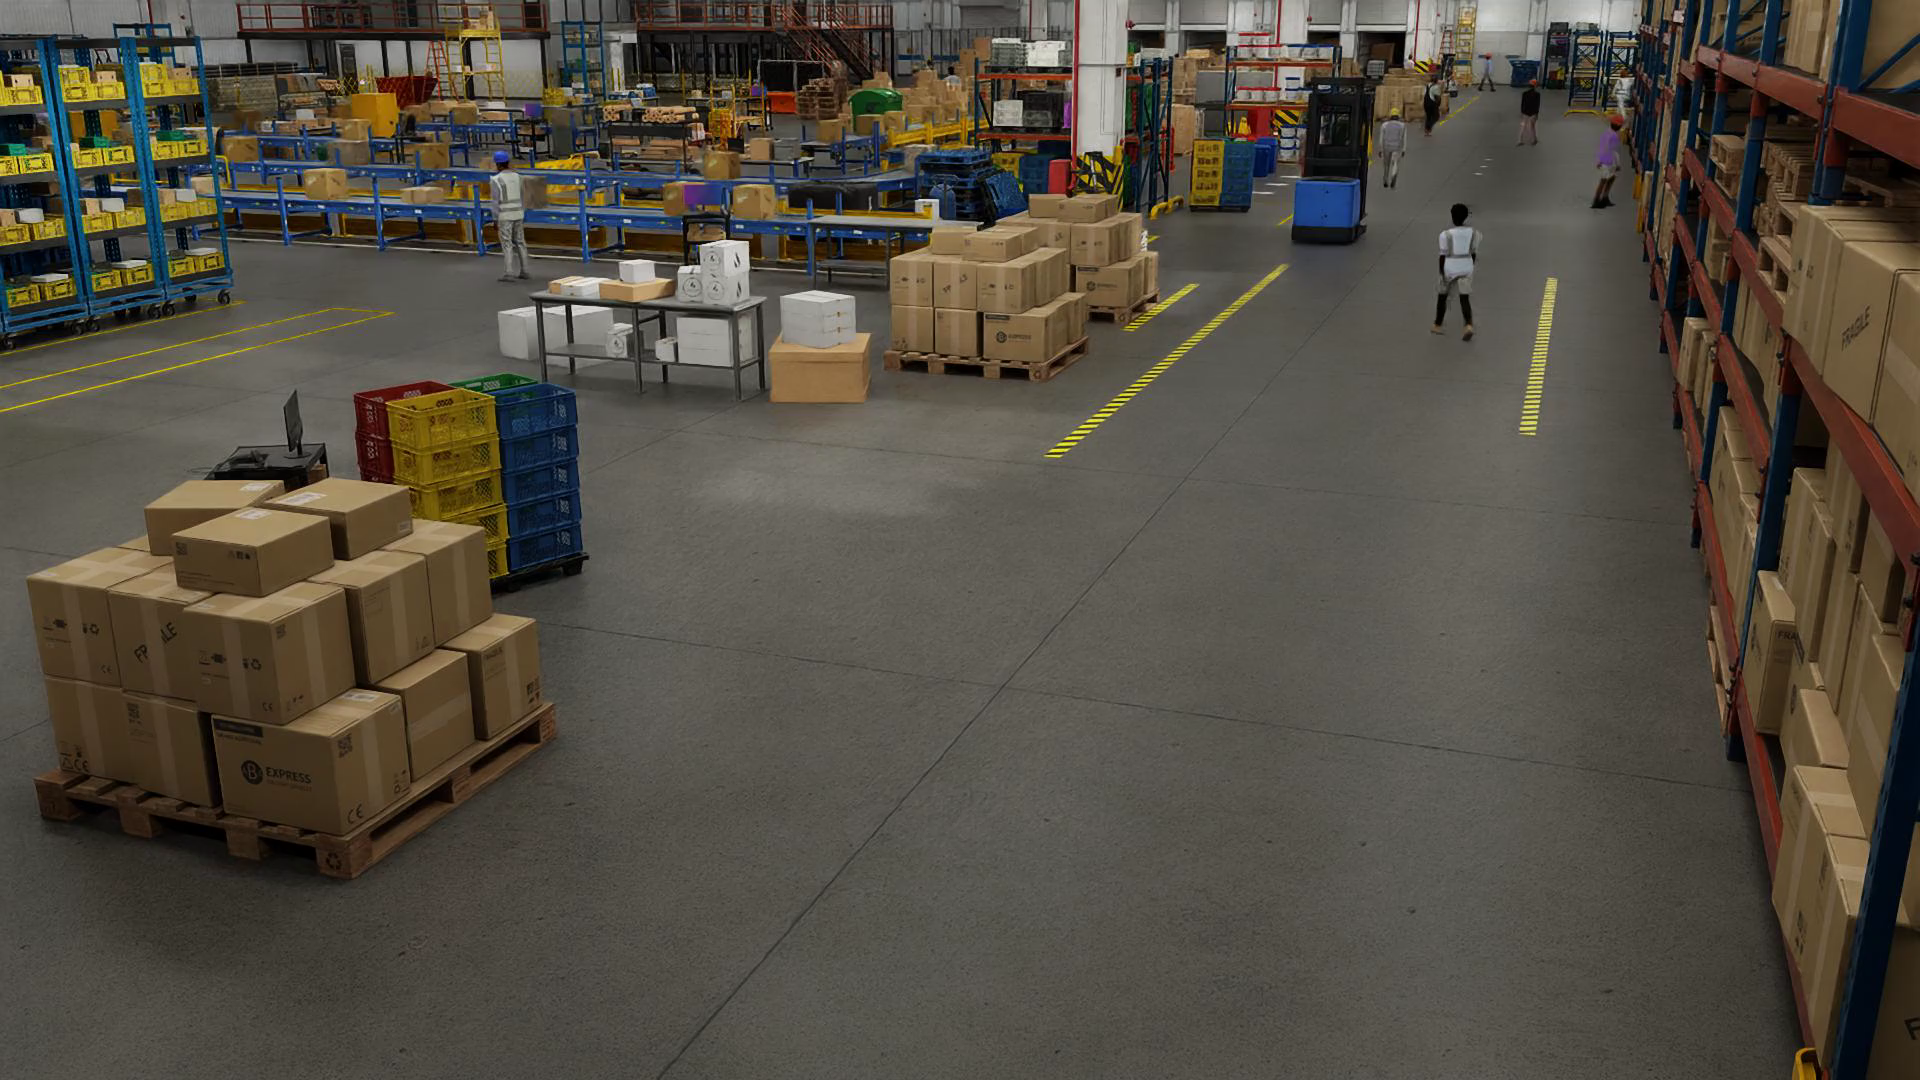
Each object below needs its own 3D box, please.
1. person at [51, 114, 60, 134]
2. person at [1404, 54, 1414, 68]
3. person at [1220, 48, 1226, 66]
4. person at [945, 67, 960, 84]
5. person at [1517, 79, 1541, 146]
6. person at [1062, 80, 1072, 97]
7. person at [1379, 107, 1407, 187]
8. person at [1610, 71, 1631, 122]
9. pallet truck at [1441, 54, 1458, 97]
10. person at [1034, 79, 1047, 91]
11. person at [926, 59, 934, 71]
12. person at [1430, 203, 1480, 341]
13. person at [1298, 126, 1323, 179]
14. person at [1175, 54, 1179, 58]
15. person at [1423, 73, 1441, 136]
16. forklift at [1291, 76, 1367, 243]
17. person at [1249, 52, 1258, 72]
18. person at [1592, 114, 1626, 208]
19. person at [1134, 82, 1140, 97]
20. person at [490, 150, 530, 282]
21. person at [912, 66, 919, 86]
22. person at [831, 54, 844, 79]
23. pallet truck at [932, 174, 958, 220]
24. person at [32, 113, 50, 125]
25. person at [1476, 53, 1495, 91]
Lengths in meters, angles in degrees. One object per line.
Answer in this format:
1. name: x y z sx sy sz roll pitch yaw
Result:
1. person: -28.430 -13.511 52.219 0.650 1.889 0.614 -12 21 -33
2. person: 21.520 -22.272 79.663 0.367 1.940 0.634 -10 20 -28
3. person: 14.714 -26.678 93.579 0.619 1.885 0.908 -7 19 -21
4. person: -0.246 -16.820 62.578 0.636 1.925 0.686 -6 19 -19
5. person: 17.209 -12.876 50.131 1.020 1.938 0.665 -16 24 -41
6. person: 3.996 -16.865 62.853 0.924 1.828 0.544 14 22 37
7. person: 9.892 -8.965 38.062 0.599 1.817 0.580 4 18 14
8. person: 24.106 -16.156 60.624 0.594 1.842 0.979 -6 19 -18
9. pallet truck: 22.765 -21.886 78.355 0.823 1.965 1.885 -4 18 -14
10. person: 3.282 -18.390 67.462 0.545 1.942 0.349 8 19 22
11. person: -1.359 -20.603 74.573 0.345 1.847 0.504 13 22 36
12. person: 6.155 -3.312 20.538 0.530 1.662 0.838 -1 18 -4
13. person: 7.599 -8.287 36.048 0.527 1.742 0.779 7 19 21
14. person: 11.004 -23.819 84.682 0.429 1.844 0.627 -11 21 -31
15. person: 15.262 -14.053 53.675 0.539 2.000 0.701 -7 19 -21
16. forklift: 6.598 -6.755 29.381 1.129 2.768 1.873 6 19 19
17. person: 15.752 -25.289 89.326 0.488 1.824 0.640 15 23 39
18. person: 13.355 -7.746 34.068 0.665 1.906 0.550 1 18 3
19. person: 5.987 -14.670 56.297 0.498 1.618 0.395 9 20 25
20. person: -6.773 -4.848 24.927 0.425 1.938 0.603 11 21 31
21. person: -1.786 -18.505 68.126 0.485 1.750 0.546 7 19 20
22. person: -6.063 -23.068 82.280 0.607 1.864 0.419 1 18 4
23. pallet truck: -0.507 -5.292 27.348 0.653 1.274 1.630 6 19 19
24. person: -26.656 -12.340 48.346 0.614 2.018 0.915 -10 20 -28
25. person: 26.660 -23.608 83.967 0.557 1.896 1.014 -14 22 -37
